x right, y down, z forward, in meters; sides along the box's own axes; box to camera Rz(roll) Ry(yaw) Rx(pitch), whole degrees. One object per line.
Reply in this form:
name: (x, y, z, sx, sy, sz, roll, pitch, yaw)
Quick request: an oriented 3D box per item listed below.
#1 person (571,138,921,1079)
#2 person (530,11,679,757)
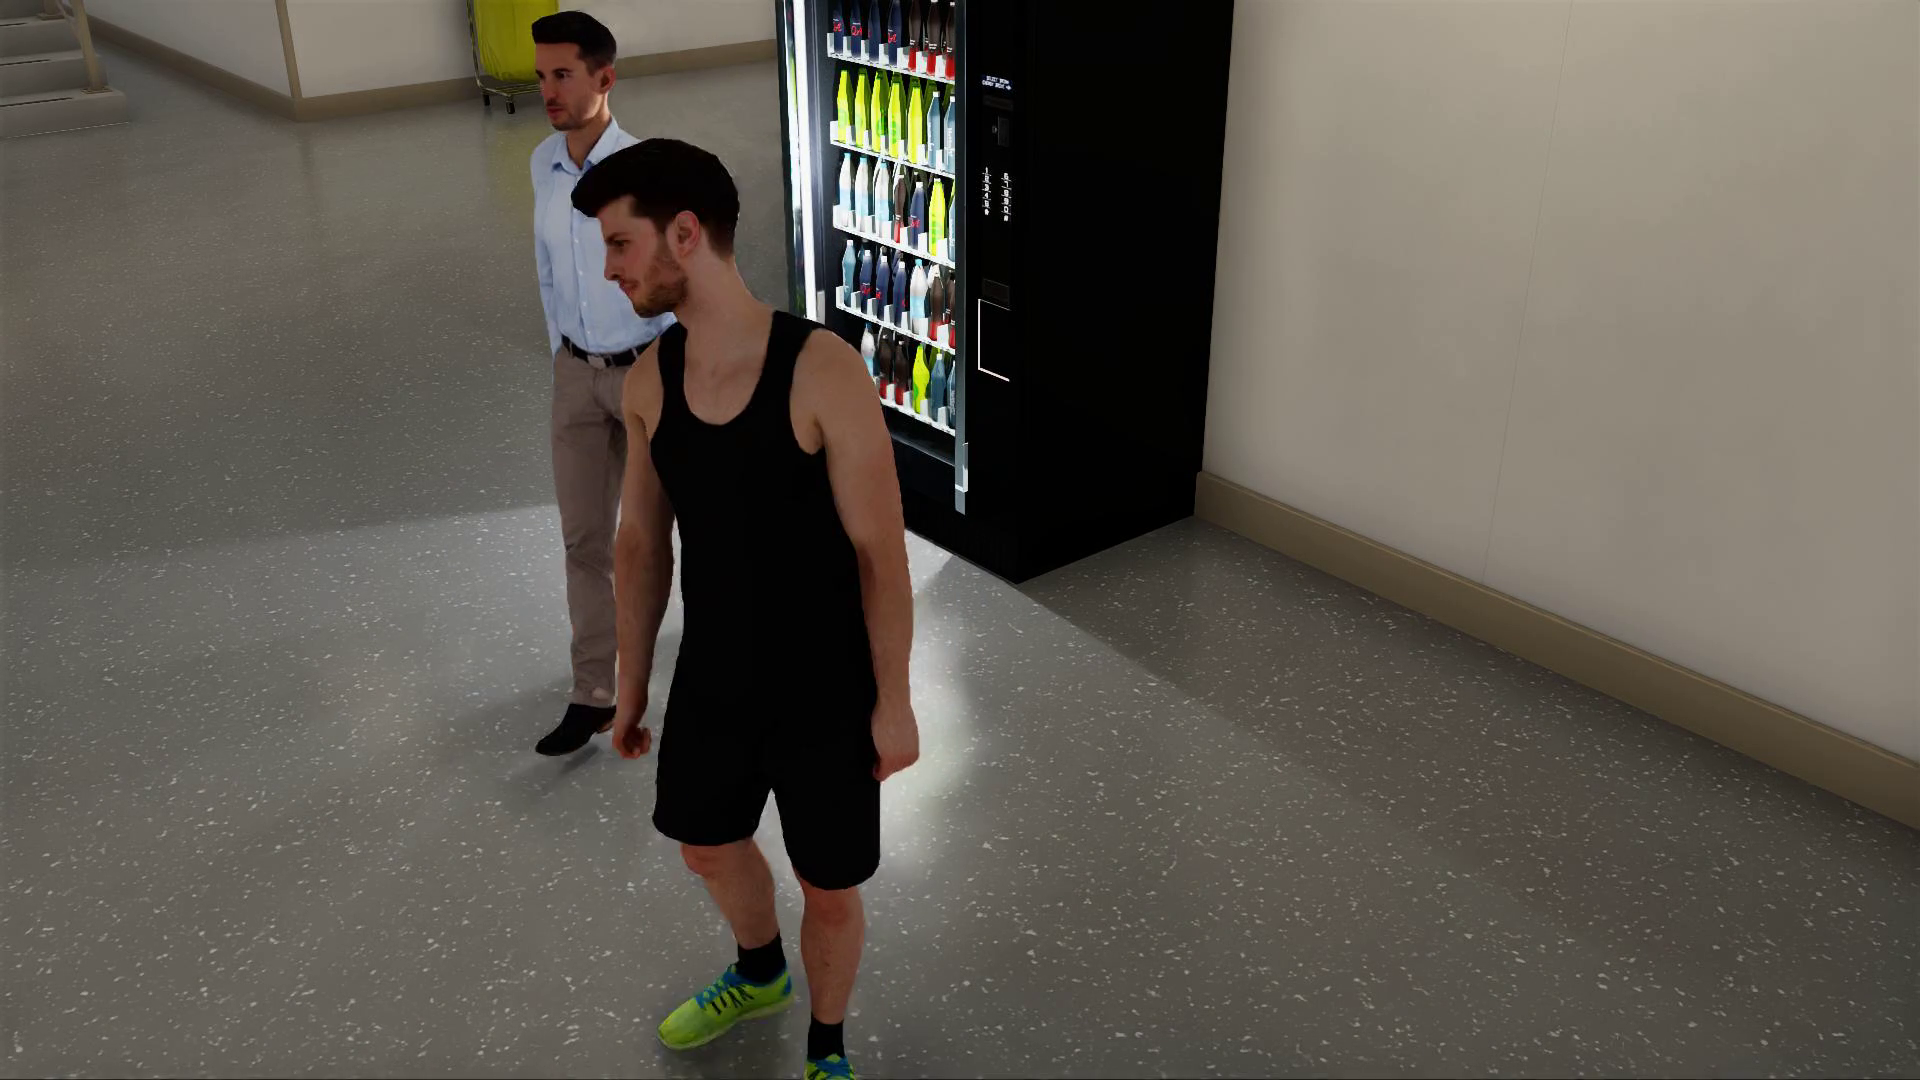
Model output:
person: (-0.296, 0.252, 2.894, 0.774, 1.862, 0.912, 3, 26, 6)
person: (-0.830, -0.429, 4.376, 1.274, 1.801, 1.191, 8, 27, 16)
